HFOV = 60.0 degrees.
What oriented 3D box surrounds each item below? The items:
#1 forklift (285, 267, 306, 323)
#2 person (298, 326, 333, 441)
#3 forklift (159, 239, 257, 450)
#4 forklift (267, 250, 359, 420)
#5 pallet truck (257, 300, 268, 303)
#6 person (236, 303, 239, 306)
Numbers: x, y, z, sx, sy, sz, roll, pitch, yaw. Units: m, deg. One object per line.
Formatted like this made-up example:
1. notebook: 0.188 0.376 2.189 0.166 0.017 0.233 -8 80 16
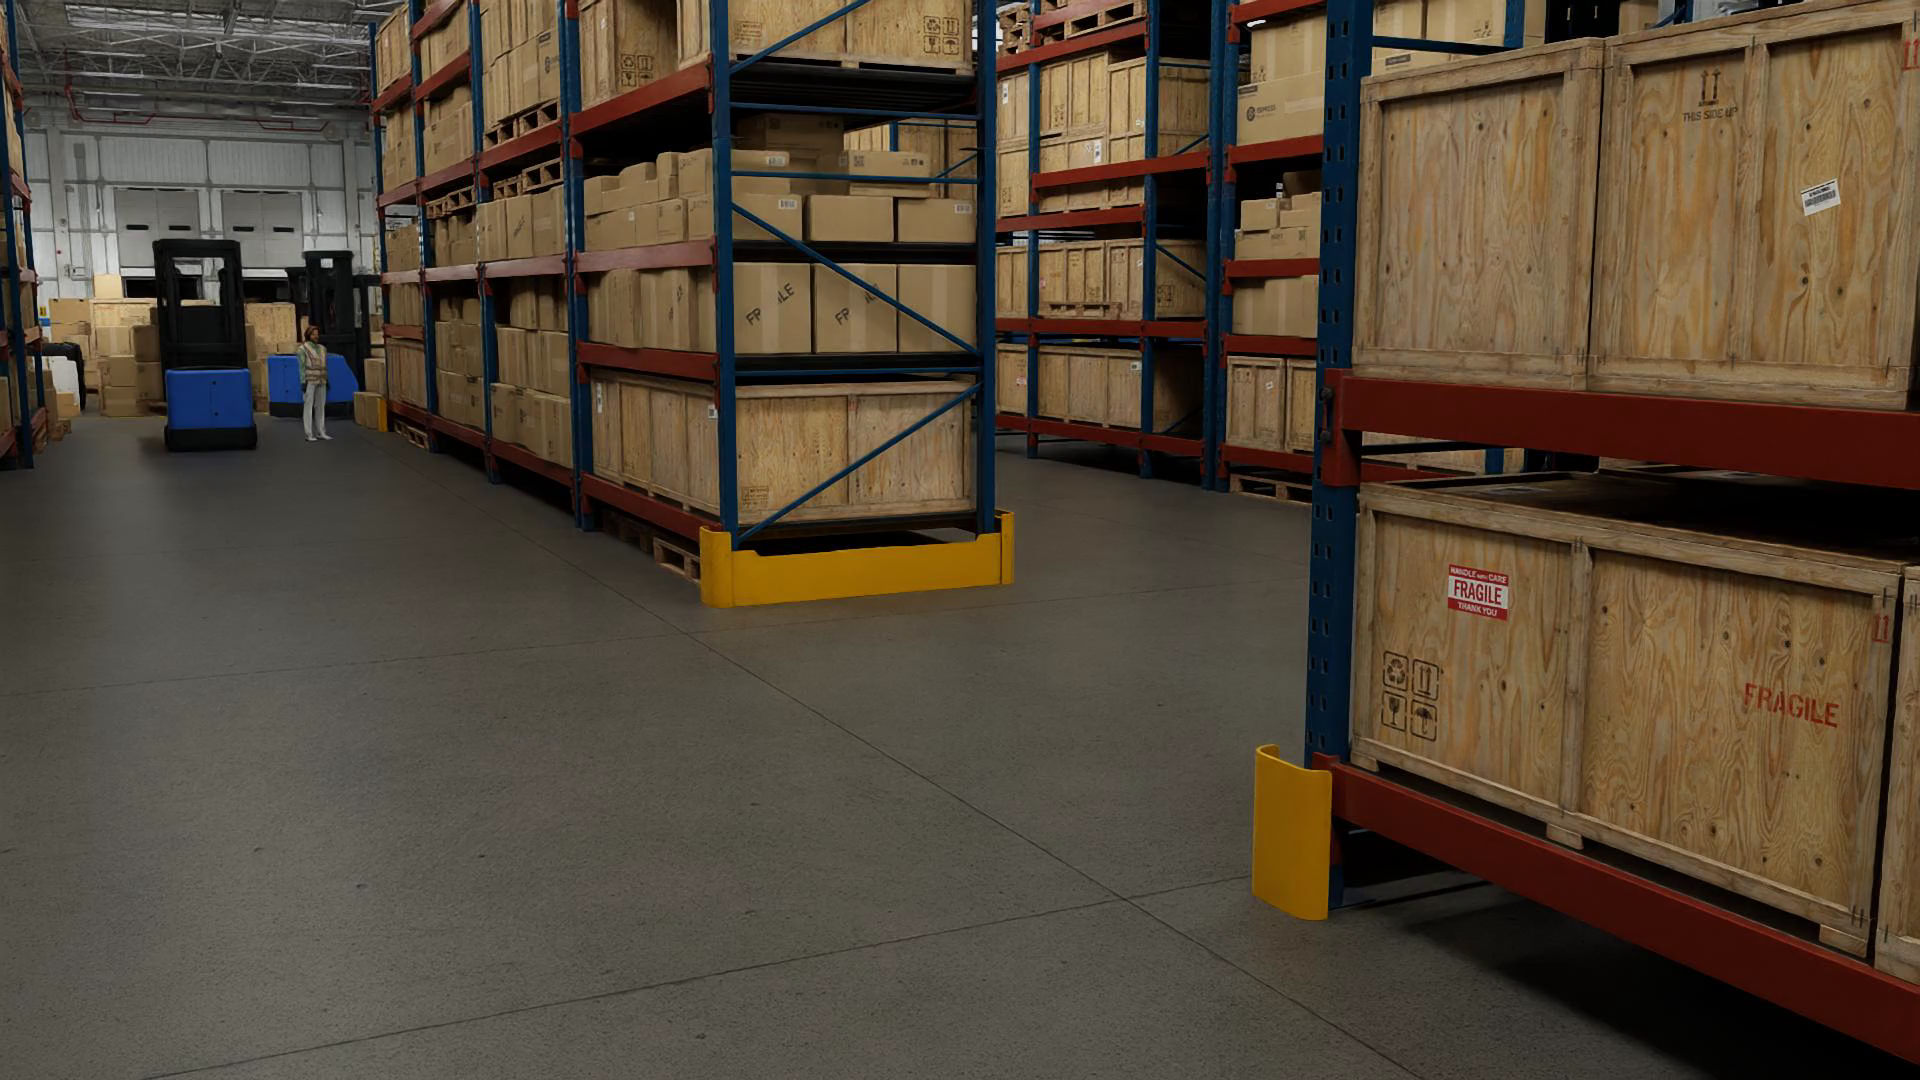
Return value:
1. forklift: -16.532 -5.490 41.948 1.129 2.768 1.873 5 10 31
2. person: -9.193 -2.225 23.688 0.306 1.640 0.522 4 9 23
3. forklift: -10.260 -2.681 22.576 1.129 2.768 1.873 -4 9 -26
4. forklift: -10.586 -3.463 27.966 1.129 2.768 1.873 5 10 33
5. pallet truck: -23.913 -7.404 58.171 1.885 1.965 0.823 -1 8 -9
6. person: -20.629 -5.833 47.677 0.649 1.907 0.474 -1 8 -8
